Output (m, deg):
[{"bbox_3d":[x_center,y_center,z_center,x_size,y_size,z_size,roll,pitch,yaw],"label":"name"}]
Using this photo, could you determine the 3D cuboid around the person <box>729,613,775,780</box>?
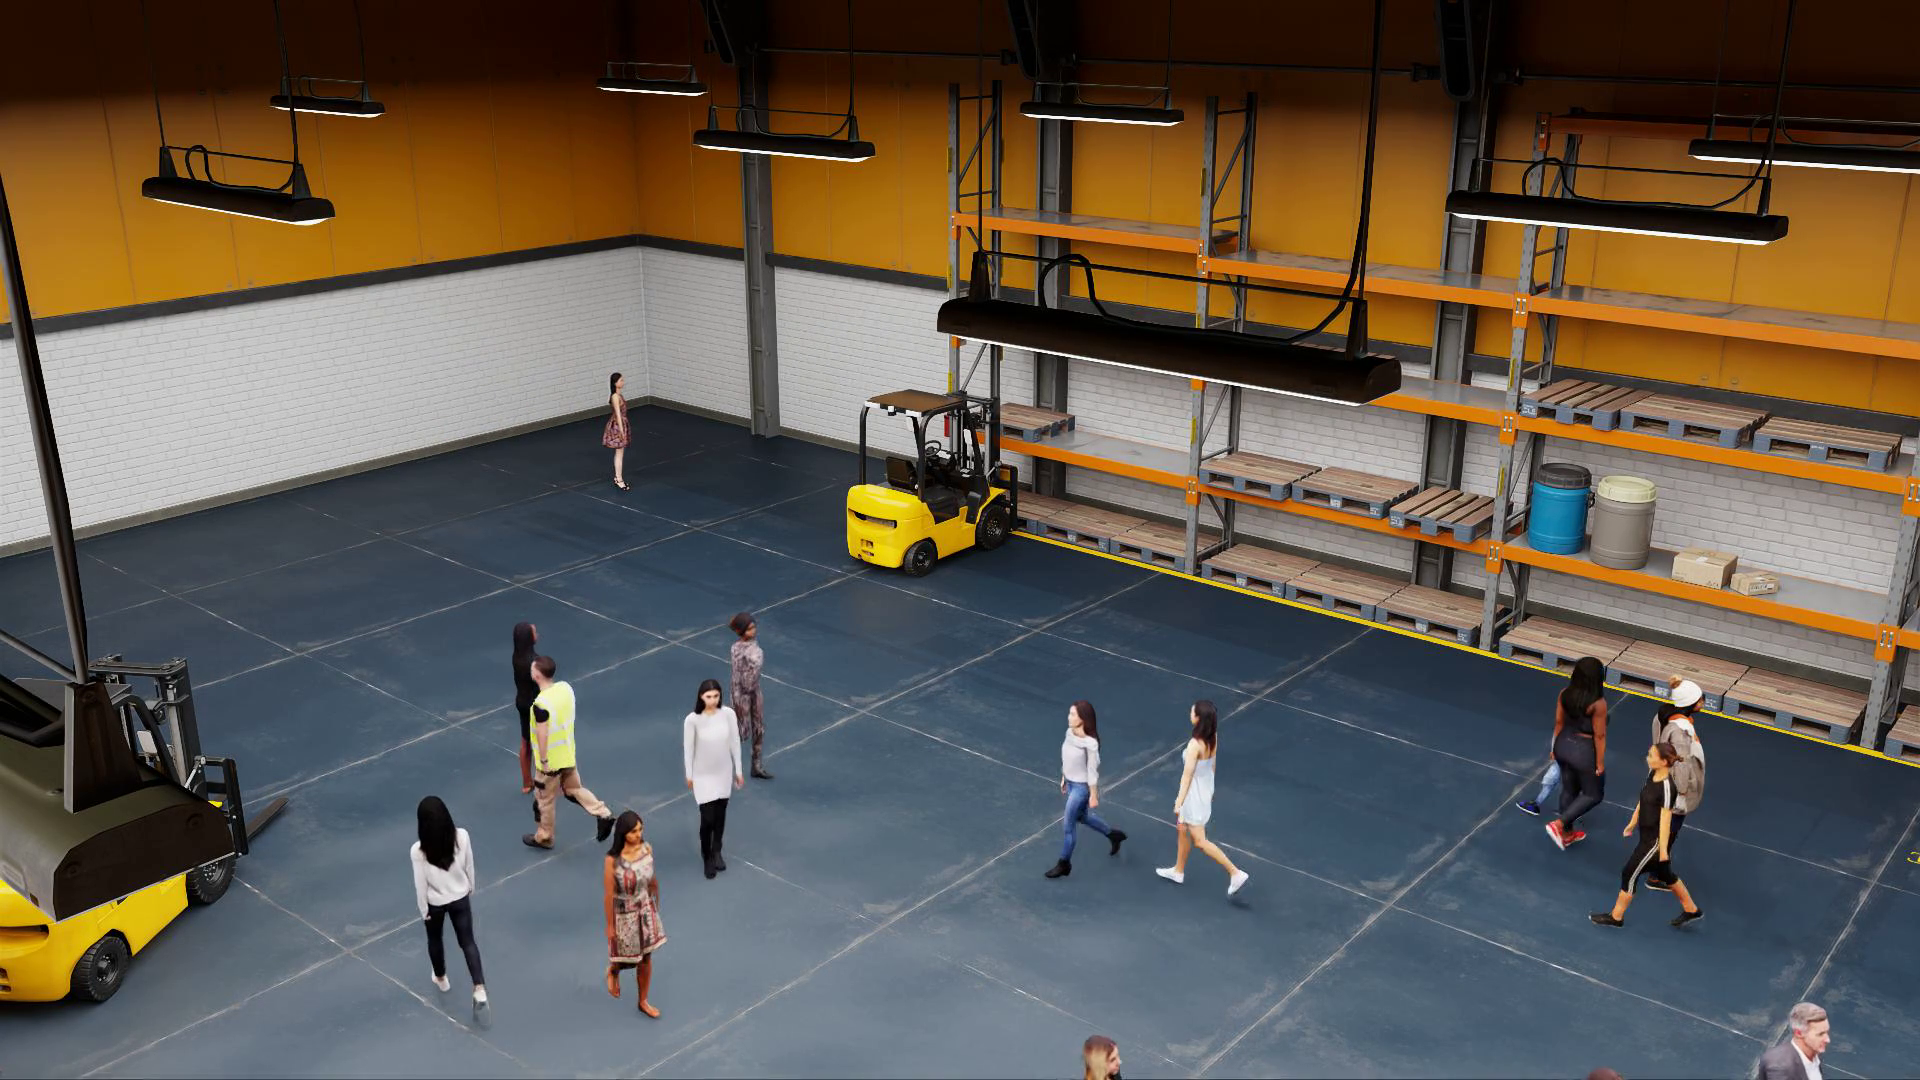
[{"bbox_3d":[-2.099,1.483,15.787,0.994,1.701,0.728,8,20,22],"label":"person"}]

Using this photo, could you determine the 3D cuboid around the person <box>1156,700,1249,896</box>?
[{"bbox_3d":[2.039,2.156,13.774,1.112,1.710,0.705,11,21,29],"label":"person"}]

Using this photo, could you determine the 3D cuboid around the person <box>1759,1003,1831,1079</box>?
[{"bbox_3d":[4.700,3.481,9.718,0.929,1.787,1.301,-13,23,-34],"label":"person"}]

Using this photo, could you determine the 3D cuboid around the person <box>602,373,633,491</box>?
[{"bbox_3d":[-5.097,-1.633,24.928,0.865,1.773,0.795,-4,19,-11],"label":"person"}]

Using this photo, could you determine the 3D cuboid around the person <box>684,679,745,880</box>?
[{"bbox_3d":[-2.117,1.971,14.195,0.722,1.791,0.750,-9,21,-25],"label":"person"}]

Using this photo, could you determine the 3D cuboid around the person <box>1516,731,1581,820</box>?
[{"bbox_3d":[5.558,1.970,15.068,0.842,1.237,0.654,7,20,20],"label":"person"}]

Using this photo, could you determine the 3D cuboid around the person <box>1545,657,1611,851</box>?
[{"bbox_3d":[5.313,1.891,14.424,0.903,1.797,0.916,-11,21,-29],"label":"person"}]

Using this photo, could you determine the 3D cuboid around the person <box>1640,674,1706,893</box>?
[{"bbox_3d":[5.940,2.003,13.938,0.859,1.895,0.822,1,19,3],"label":"person"}]

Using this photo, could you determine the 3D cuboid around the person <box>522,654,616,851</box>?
[{"bbox_3d":[-3.454,1.871,14.444,1.152,1.823,0.908,7,20,19],"label":"person"}]

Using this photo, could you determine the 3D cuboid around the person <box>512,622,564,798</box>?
[{"bbox_3d":[-3.972,1.572,15.492,0.440,1.720,0.680,17,25,40],"label":"person"}]

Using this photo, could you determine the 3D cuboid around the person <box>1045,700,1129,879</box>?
[{"bbox_3d":[1.089,2.093,14.122,1.004,1.607,1.052,-6,20,-18],"label":"person"}]

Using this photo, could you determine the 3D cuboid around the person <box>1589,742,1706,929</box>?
[{"bbox_3d":[5.626,2.379,13.230,1.173,1.634,0.884,5,19,15],"label":"person"}]

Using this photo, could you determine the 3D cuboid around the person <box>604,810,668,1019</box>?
[{"bbox_3d":[-2.451,2.720,12.216,0.785,1.636,0.670,17,25,42],"label":"person"}]

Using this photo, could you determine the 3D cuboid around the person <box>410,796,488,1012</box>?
[{"bbox_3d":[-3.740,2.691,12.240,0.830,1.675,1.126,-11,22,-30],"label":"person"}]
